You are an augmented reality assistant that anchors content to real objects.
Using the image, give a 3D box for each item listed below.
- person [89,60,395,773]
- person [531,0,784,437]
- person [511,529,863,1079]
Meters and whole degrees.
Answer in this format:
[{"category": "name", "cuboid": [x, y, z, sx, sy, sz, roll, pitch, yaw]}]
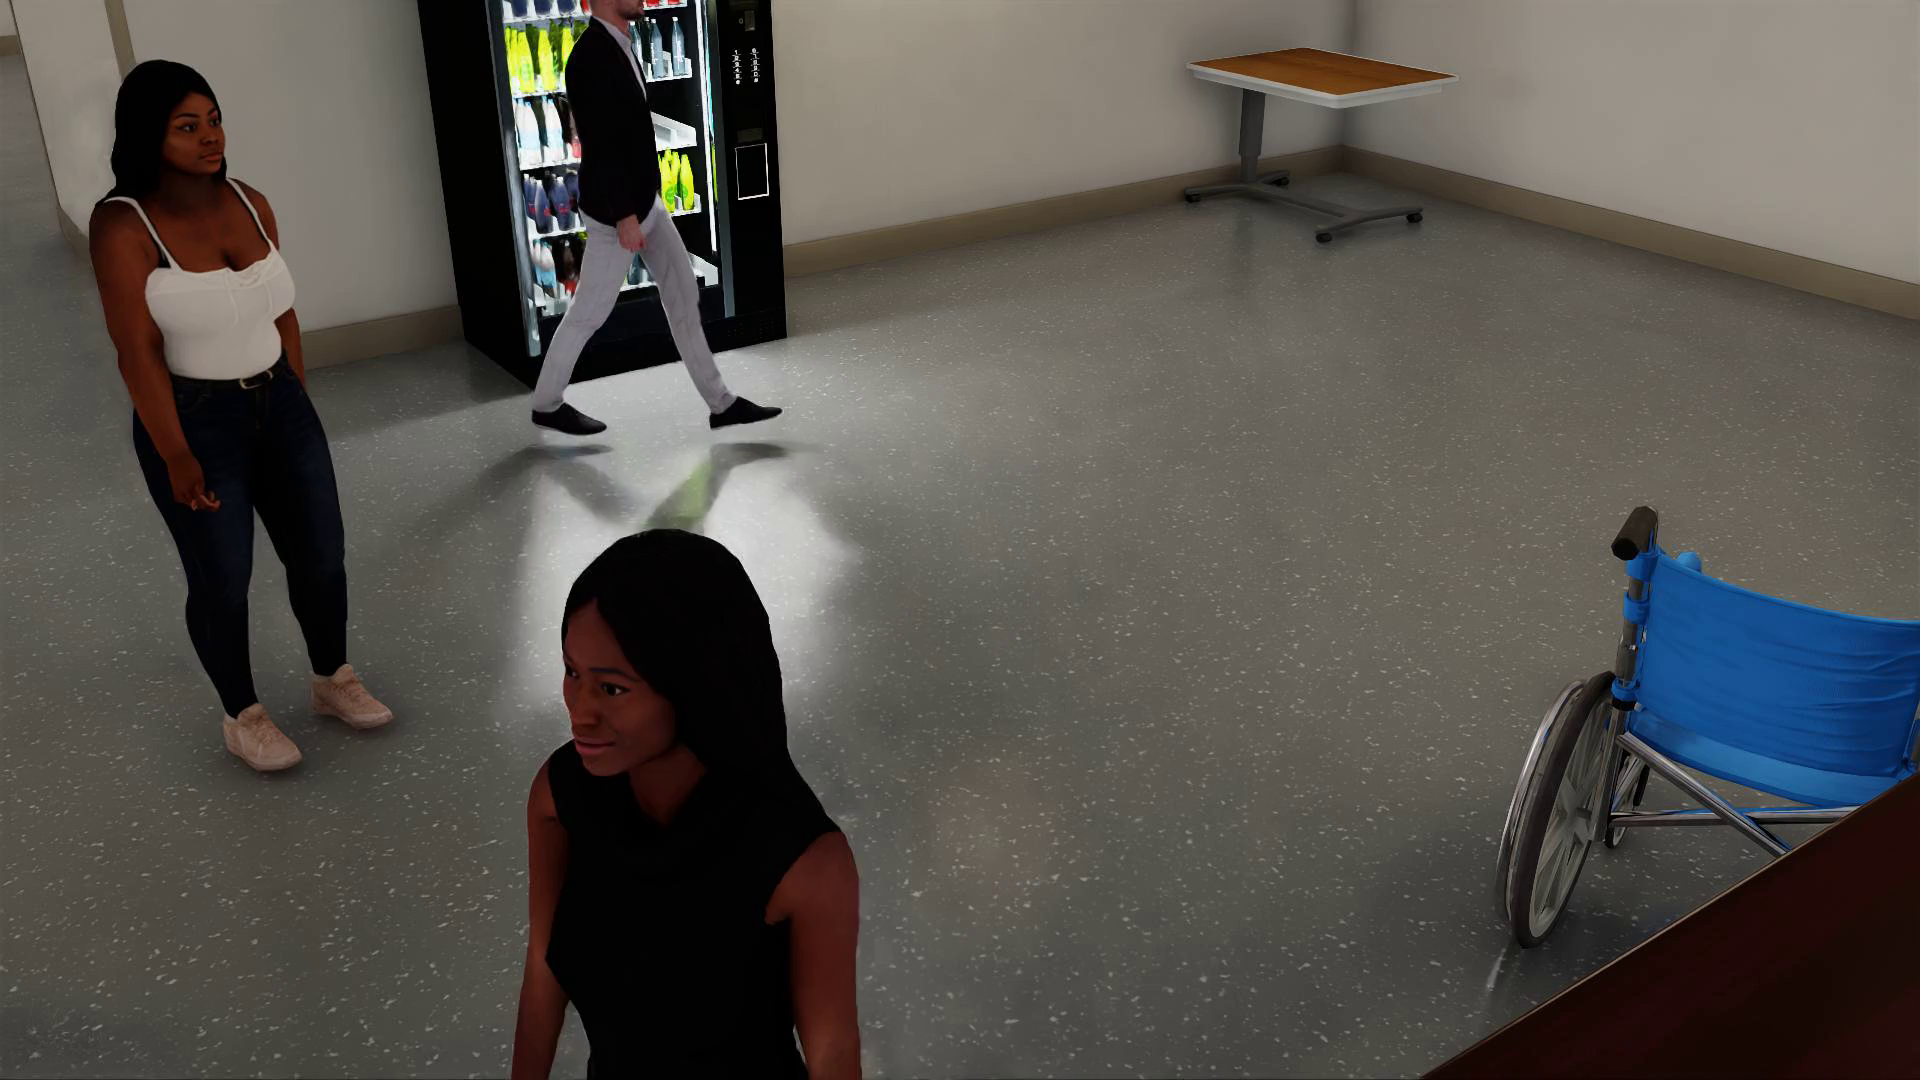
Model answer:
[{"category": "person", "cuboid": [-1.881, -0.273, 4.169, 0.807, 1.806, 0.691, 17, 30, 31]}, {"category": "person", "cuboid": [-1.335, -1.183, 6.073, 1.293, 1.791, 1.140, 0, 26, 1]}, {"category": "person", "cuboid": [-0.260, 0.774, 2.132, 0.916, 1.689, 1.292, 17, 30, 31]}]
